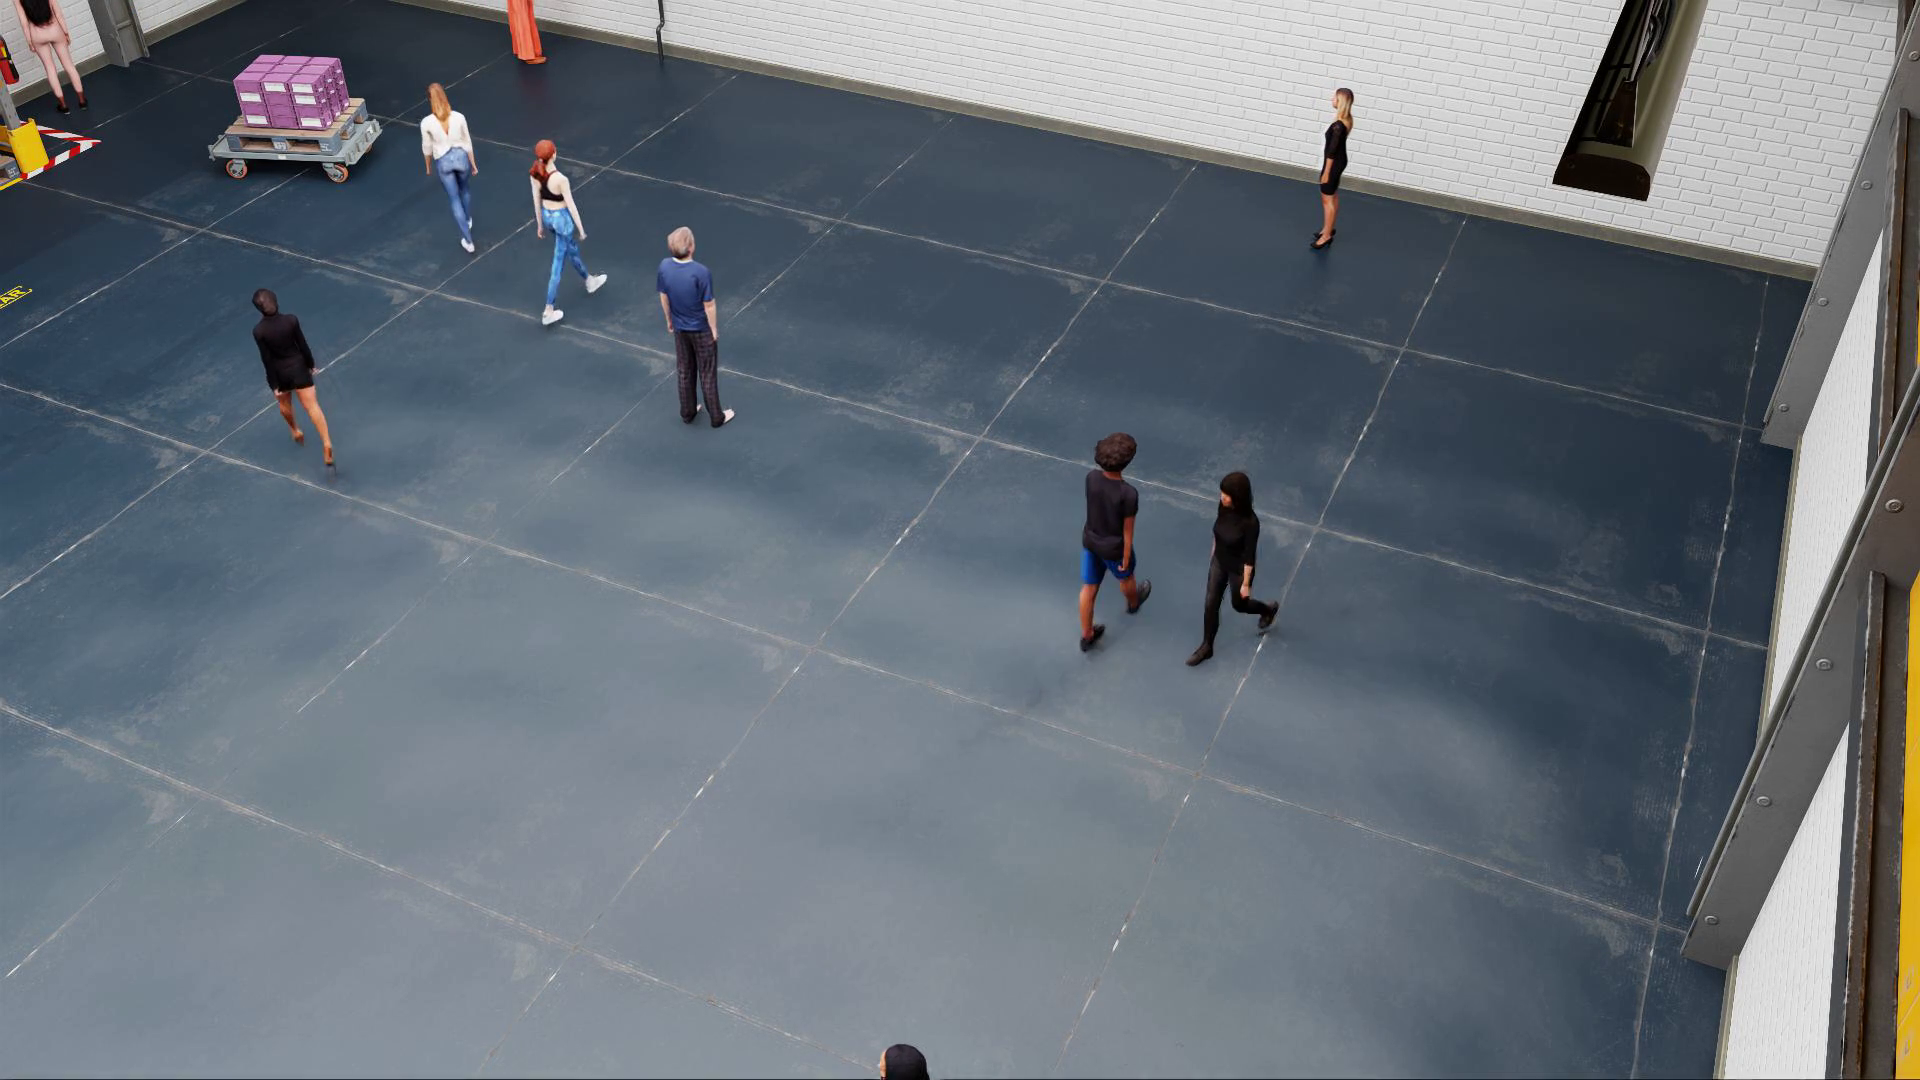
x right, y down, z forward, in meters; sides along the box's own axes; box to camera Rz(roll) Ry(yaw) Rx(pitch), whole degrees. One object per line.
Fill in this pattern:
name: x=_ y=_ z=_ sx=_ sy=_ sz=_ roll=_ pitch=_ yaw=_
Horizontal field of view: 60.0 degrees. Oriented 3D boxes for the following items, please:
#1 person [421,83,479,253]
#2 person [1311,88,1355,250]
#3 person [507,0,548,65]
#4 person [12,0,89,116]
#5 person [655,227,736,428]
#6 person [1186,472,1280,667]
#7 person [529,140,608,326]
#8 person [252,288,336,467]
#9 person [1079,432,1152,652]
person: x=-5.045 y=-3.685 z=16.619 sx=1.004 sy=1.691 sz=1.015 roll=-19 pitch=42 yaw=-22
person: x=3.756 y=-3.728 z=16.685 sx=0.612 sy=1.675 sz=0.405 roll=15 pitch=41 yaw=18
person: x=-5.402 y=-6.753 z=20.371 sx=0.767 sy=1.803 sz=0.723 roll=-17 pitch=42 yaw=-20
person: x=-10.555 y=-5.806 z=19.251 sx=0.641 sy=1.720 sz=0.755 roll=-23 pitch=44 yaw=-26
person: x=-2.270 y=-1.801 z=14.115 sx=0.672 sy=1.871 sz=0.556 roll=13 pitch=41 yaw=16
person: x=2.009 y=0.171 z=11.853 sx=1.112 sy=1.612 sz=0.879 roll=-27 pitch=46 yaw=-30
person: x=-3.782 y=-2.835 z=15.523 sx=0.624 sy=1.731 sz=1.209 roll=18 pitch=42 yaw=21
person: x=-5.479 y=-1.313 z=13.713 sx=1.046 sy=1.611 sz=0.954 roll=-24 pitch=44 yaw=-27
person: x=0.998 y=0.064 z=11.865 sx=0.658 sy=1.765 sz=1.037 roll=22 pitch=44 yaw=26
